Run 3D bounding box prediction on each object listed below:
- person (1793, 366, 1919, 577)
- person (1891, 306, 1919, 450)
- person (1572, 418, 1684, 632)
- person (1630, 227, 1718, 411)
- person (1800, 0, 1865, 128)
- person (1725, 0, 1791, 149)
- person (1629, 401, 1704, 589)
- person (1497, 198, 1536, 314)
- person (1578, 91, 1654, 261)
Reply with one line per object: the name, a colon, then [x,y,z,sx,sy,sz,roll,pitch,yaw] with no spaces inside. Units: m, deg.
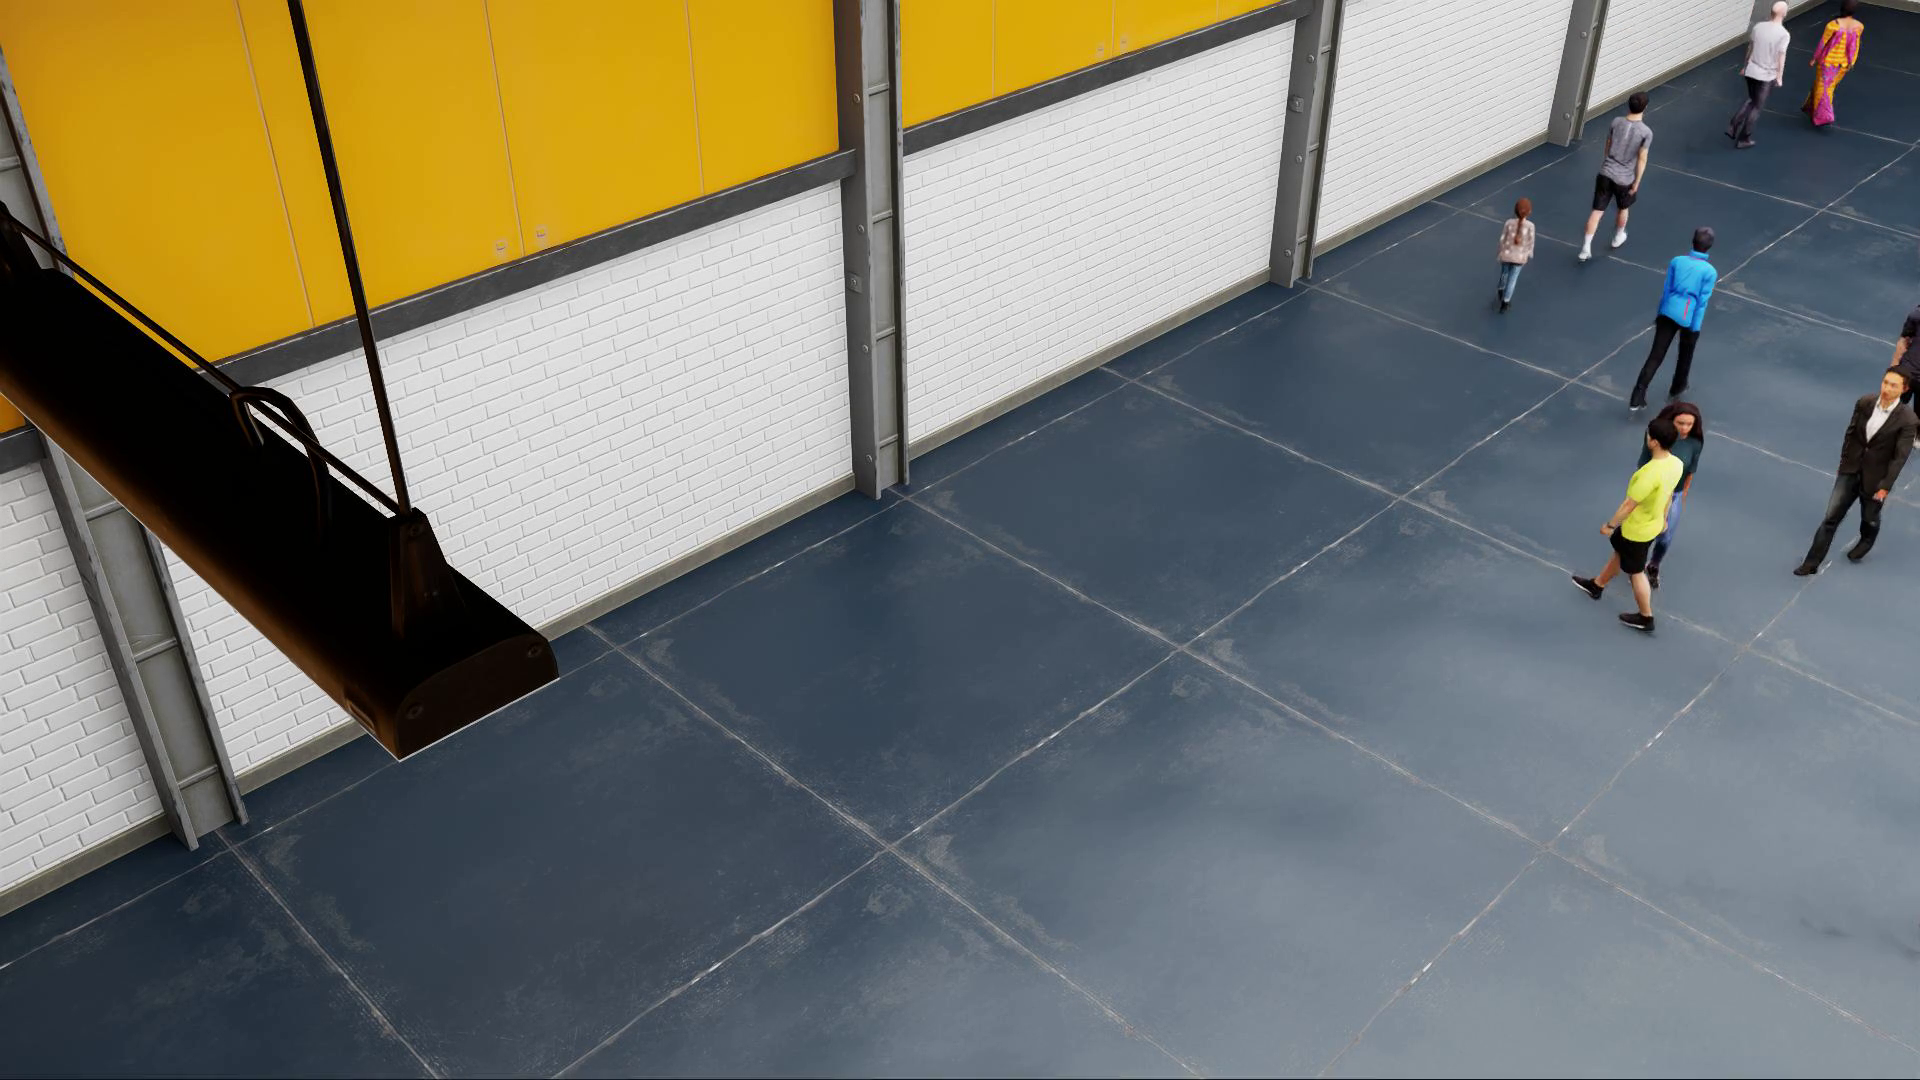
person: [7.113,-0.531,12.929,1.211,1.760,0.808,-21,39,-29]
person: [8.286,-1.433,14.295,0.657,1.749,0.980,28,43,35]
person: [5.109,-0.084,12.332,0.906,1.676,0.669,-29,43,-36]
person: [6.461,-1.949,15.066,1.145,1.755,0.608,-28,43,-36]
person: [11.298,-6.185,21.512,1.134,1.676,1.104,-5,34,-7]
person: [9.937,-5.785,20.781,0.794,1.818,0.769,-13,36,-19]
person: [5.400,-0.391,12.857,0.706,1.606,0.746,10,35,14]
person: [5.658,-2.890,17.005,0.601,1.177,0.765,17,37,24]
person: [7.018,-3.875,17.891,0.710,1.837,1.202,26,42,34]
